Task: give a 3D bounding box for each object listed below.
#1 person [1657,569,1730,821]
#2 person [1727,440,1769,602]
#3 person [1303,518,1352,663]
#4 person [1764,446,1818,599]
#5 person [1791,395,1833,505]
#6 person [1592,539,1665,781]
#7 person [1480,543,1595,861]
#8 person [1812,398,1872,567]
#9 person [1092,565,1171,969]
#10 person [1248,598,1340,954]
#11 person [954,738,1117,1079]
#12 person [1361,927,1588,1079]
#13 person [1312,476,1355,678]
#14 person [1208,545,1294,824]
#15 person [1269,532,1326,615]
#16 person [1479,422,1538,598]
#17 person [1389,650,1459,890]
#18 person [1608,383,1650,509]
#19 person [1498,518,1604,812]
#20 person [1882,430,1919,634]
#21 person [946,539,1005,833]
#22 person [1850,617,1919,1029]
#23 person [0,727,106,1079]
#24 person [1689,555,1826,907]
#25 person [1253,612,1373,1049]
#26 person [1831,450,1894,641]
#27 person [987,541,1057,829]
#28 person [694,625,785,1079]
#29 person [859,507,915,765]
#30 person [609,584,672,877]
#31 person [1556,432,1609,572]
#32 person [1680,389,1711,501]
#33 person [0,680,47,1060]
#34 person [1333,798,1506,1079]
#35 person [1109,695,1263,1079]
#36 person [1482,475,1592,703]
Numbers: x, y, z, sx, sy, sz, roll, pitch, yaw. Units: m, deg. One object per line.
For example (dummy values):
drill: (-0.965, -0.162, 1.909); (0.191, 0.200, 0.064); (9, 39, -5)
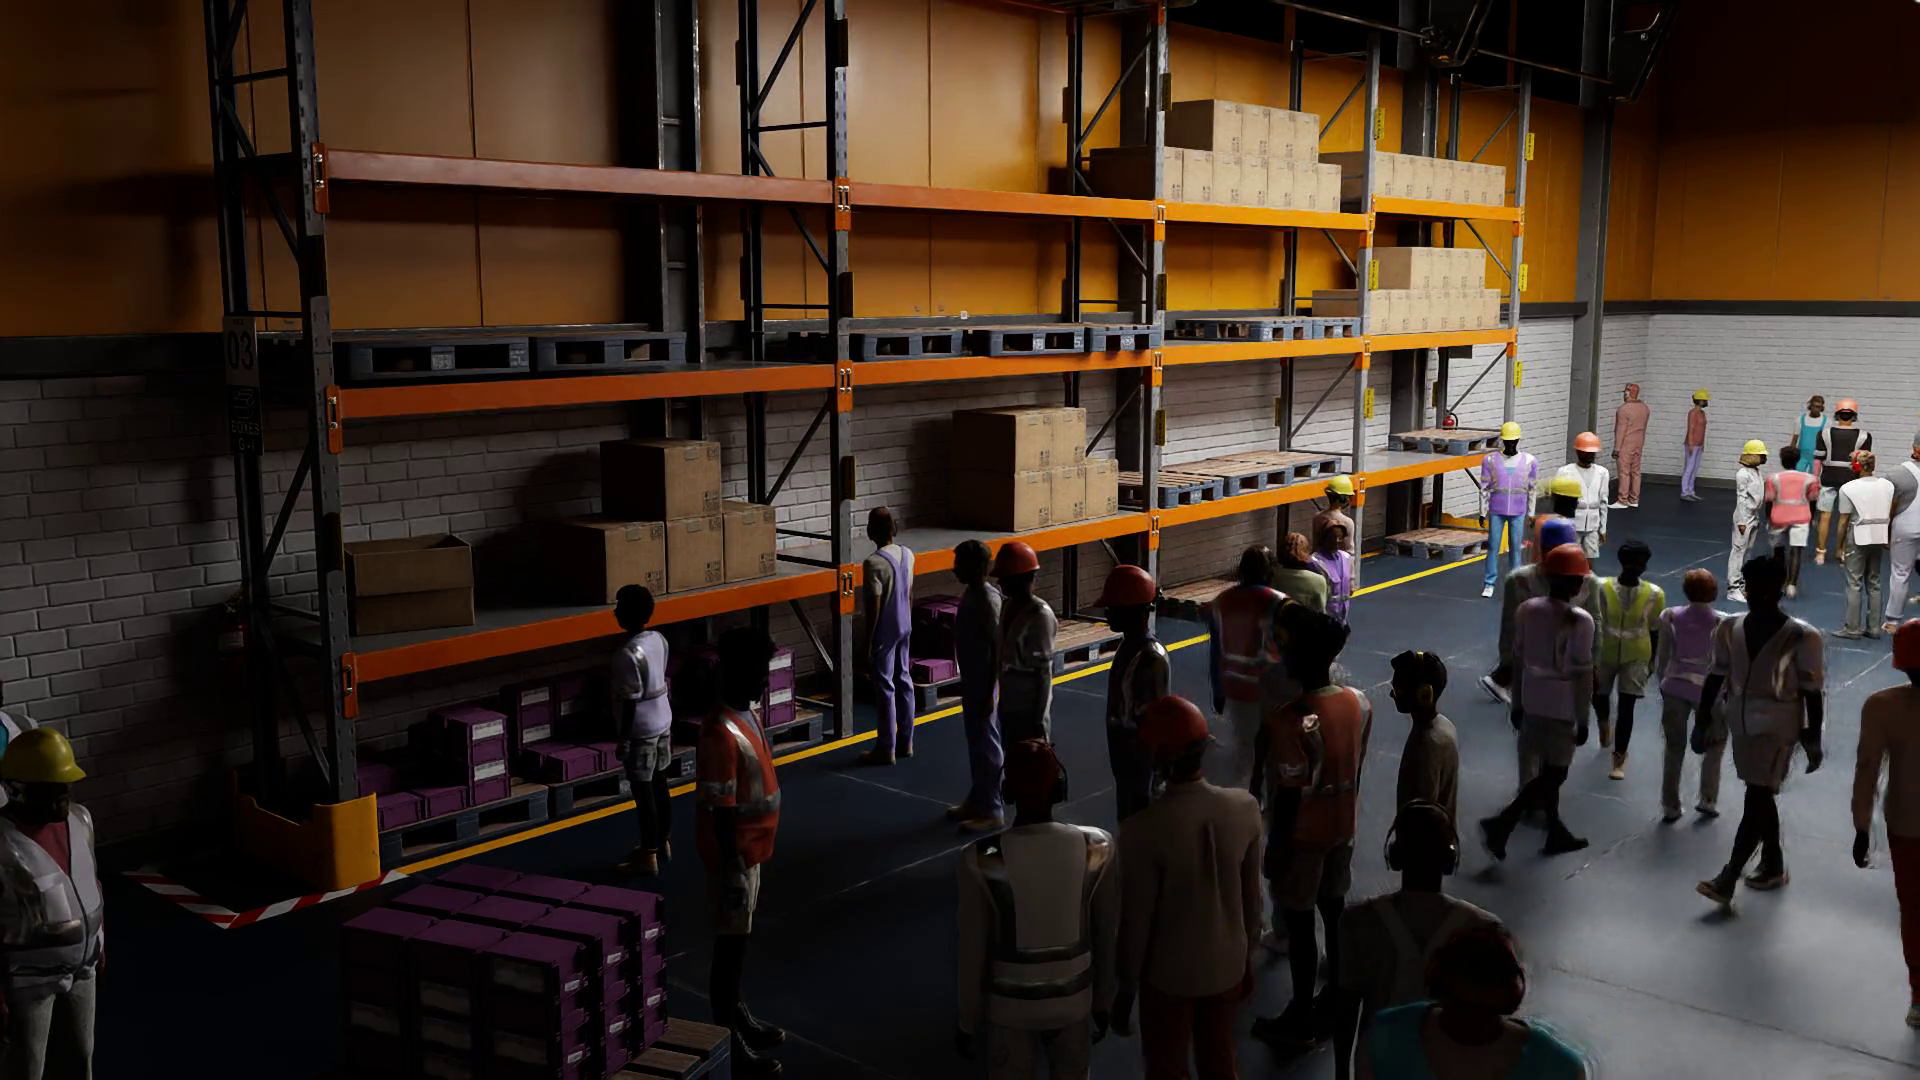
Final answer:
person: (4.688, 0.983, 10.601); (0.538, 1.612, 0.530); (8, 12, 41)
person: (8.491, -0.211, 17.891); (0.296, 1.745, 0.485); (8, 12, 43)
person: (2.801, 0.645, 12.717); (0.514, 1.636, 0.315); (-7, 11, -39)
person: (9.057, -0.206, 18.161); (0.532, 1.645, 0.920); (4, 10, 25)
person: (12.198, -1.171, 23.854); (0.519, 1.817, 0.478); (5, 10, 27)
person: (4.636, 0.791, 11.664); (0.524, 1.669, 0.737); (4, 10, 23)
person: (3.421, 0.968, 9.782); (0.812, 1.913, 0.551); (-4, 10, -25)
person: (10.615, -0.689, 20.066); (0.611, 2.032, 0.411); (4, 10, 25)
person: (0.856, 1.131, 8.329); (0.407, 2.035, 0.602); (-1, 9, -7)
person: (1.703, 1.219, 8.373); (0.522, 1.847, 0.492); (-5, 10, -30)
person: (0.260, 1.606, 5.725); (0.575, 1.883, 0.362); (-2, 9, -15)
person: (1.324, 1.847, 4.366); (0.635, 1.818, 0.507); (6, 11, 33)
person: (3.255, 0.318, 14.445); (0.335, 1.760, 0.528); (-4, 10, -25)
person: (1.778, 0.939, 10.225); (0.672, 1.822, 0.628); (-8, 12, -41)
person: (2.386, 0.757, 12.035); (0.506, 1.625, 0.300); (2, 9, 11)
person: (5.929, -0.321, 18.009); (0.596, 1.925, 0.372); (2, 9, 13)
person: (1.988, 1.388, 7.219); (0.334, 1.860, 0.510); (3, 9, 18)
person: (10.089, -1.414, 25.131); (0.643, 1.909, 0.410); (-6, 10, -32)
person: (3.840, 0.820, 10.768); (0.610, 1.904, 0.945); (1, 9, 8)
person: (9.314, -0.090, 16.157); (0.682, 2.000, 0.537); (3, 9, 21)
person: (0.112, 0.902, 10.393); (0.327, 1.842, 0.517); (-3, 9, -17)
person: (4.390, 1.297, 7.522); (0.651, 1.943, 0.565); (5, 10, 31)
person: (-3.353, 1.579, 6.106); (0.403, 1.824, 0.590); (2, 9, 14)
person: (4.333, 1.047, 9.183); (0.960, 1.919, 0.638); (-5, 10, -28)
person: (1.583, 1.292, 7.483); (0.607, 1.966, 0.366); (-8, 12, -42)
person: (8.648, 0.055, 15.931); (0.561, 1.828, 0.419); (-2, 9, -11)
person: (0.344, 0.957, 9.771); (0.382, 1.928, 0.546); (-4, 10, -25)
person: (-0.957, 1.335, 7.227); (0.368, 1.960, 0.602); (0, 9, -1)
person: (-0.524, 0.680, 11.834); (0.347, 1.841, 0.505); (6, 11, 35)
person: (-1.847, 1.093, 9.627); (0.322, 1.697, 0.530); (2, 9, 12)
person: (6.289, -0.135, 16.822); (0.546, 1.928, 0.390); (-1, 9, -4)
person: (11.545, -1.483, 26.060); (0.343, 1.760, 0.527); (8, 12, 42)
person: (-4.148, 1.421, 7.108); (0.429, 1.830, 0.635); (5, 10, 27)
person: (1.416, 1.710, 5.195); (0.502, 1.839, 0.345); (2, 9, 13)
person: (0.787, 1.529, 5.980); (0.637, 1.980, 0.464); (-5, 10, -28)
person: (4.743, 0.403, 13.500); (0.951, 1.884, 0.575); (0, 9, 2)
